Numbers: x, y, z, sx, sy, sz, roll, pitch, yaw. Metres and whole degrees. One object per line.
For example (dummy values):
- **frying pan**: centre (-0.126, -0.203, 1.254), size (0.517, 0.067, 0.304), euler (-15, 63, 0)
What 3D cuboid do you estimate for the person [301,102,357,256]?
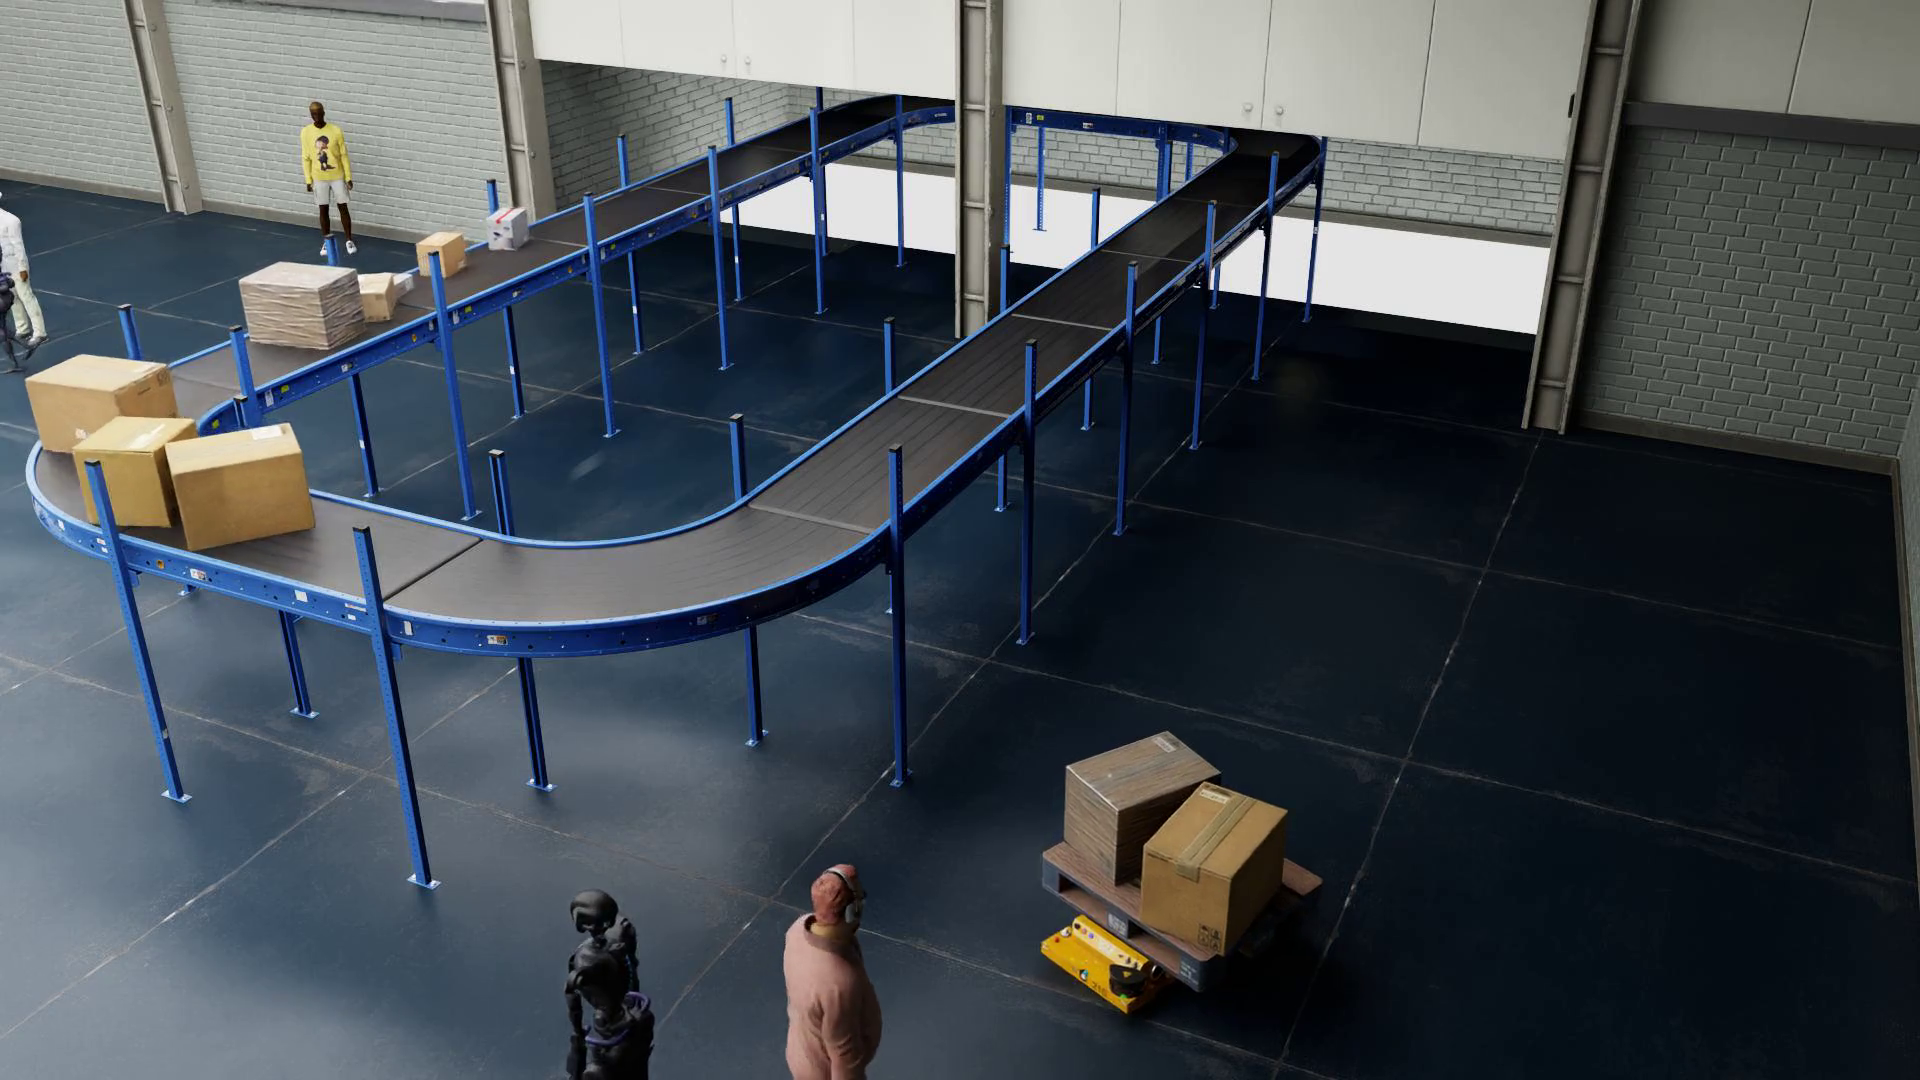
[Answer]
- **person**: centre (-7.868, -4.508, 20.726), size (0.554, 1.898, 0.356), euler (-7, 27, -14)

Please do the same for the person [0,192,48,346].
- **person**: centre (-10.155, -2.928, 17.716), size (0.566, 1.743, 0.351), euler (11, 29, 22)

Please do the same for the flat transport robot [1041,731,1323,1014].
- **flat transport robot**: centre (1.201, 2.093, 9.258), size (1.431, 0.231, 0.659), euler (-21, 34, -36)

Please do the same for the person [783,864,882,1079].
- **person**: centre (-0.510, 2.252, 7.143), size (0.450, 1.885, 0.678), euler (-10, 28, -19)

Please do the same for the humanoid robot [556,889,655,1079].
- **humanoid robot**: centre (-1.493, 2.253, 7.378), size (0.698, 1.637, 0.597), euler (9, 28, 17)

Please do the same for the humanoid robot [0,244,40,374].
- **humanoid robot**: centre (-9.779, -2.517, 16.966), size (0.422, 1.652, 0.604), euler (-6, 27, -12)
